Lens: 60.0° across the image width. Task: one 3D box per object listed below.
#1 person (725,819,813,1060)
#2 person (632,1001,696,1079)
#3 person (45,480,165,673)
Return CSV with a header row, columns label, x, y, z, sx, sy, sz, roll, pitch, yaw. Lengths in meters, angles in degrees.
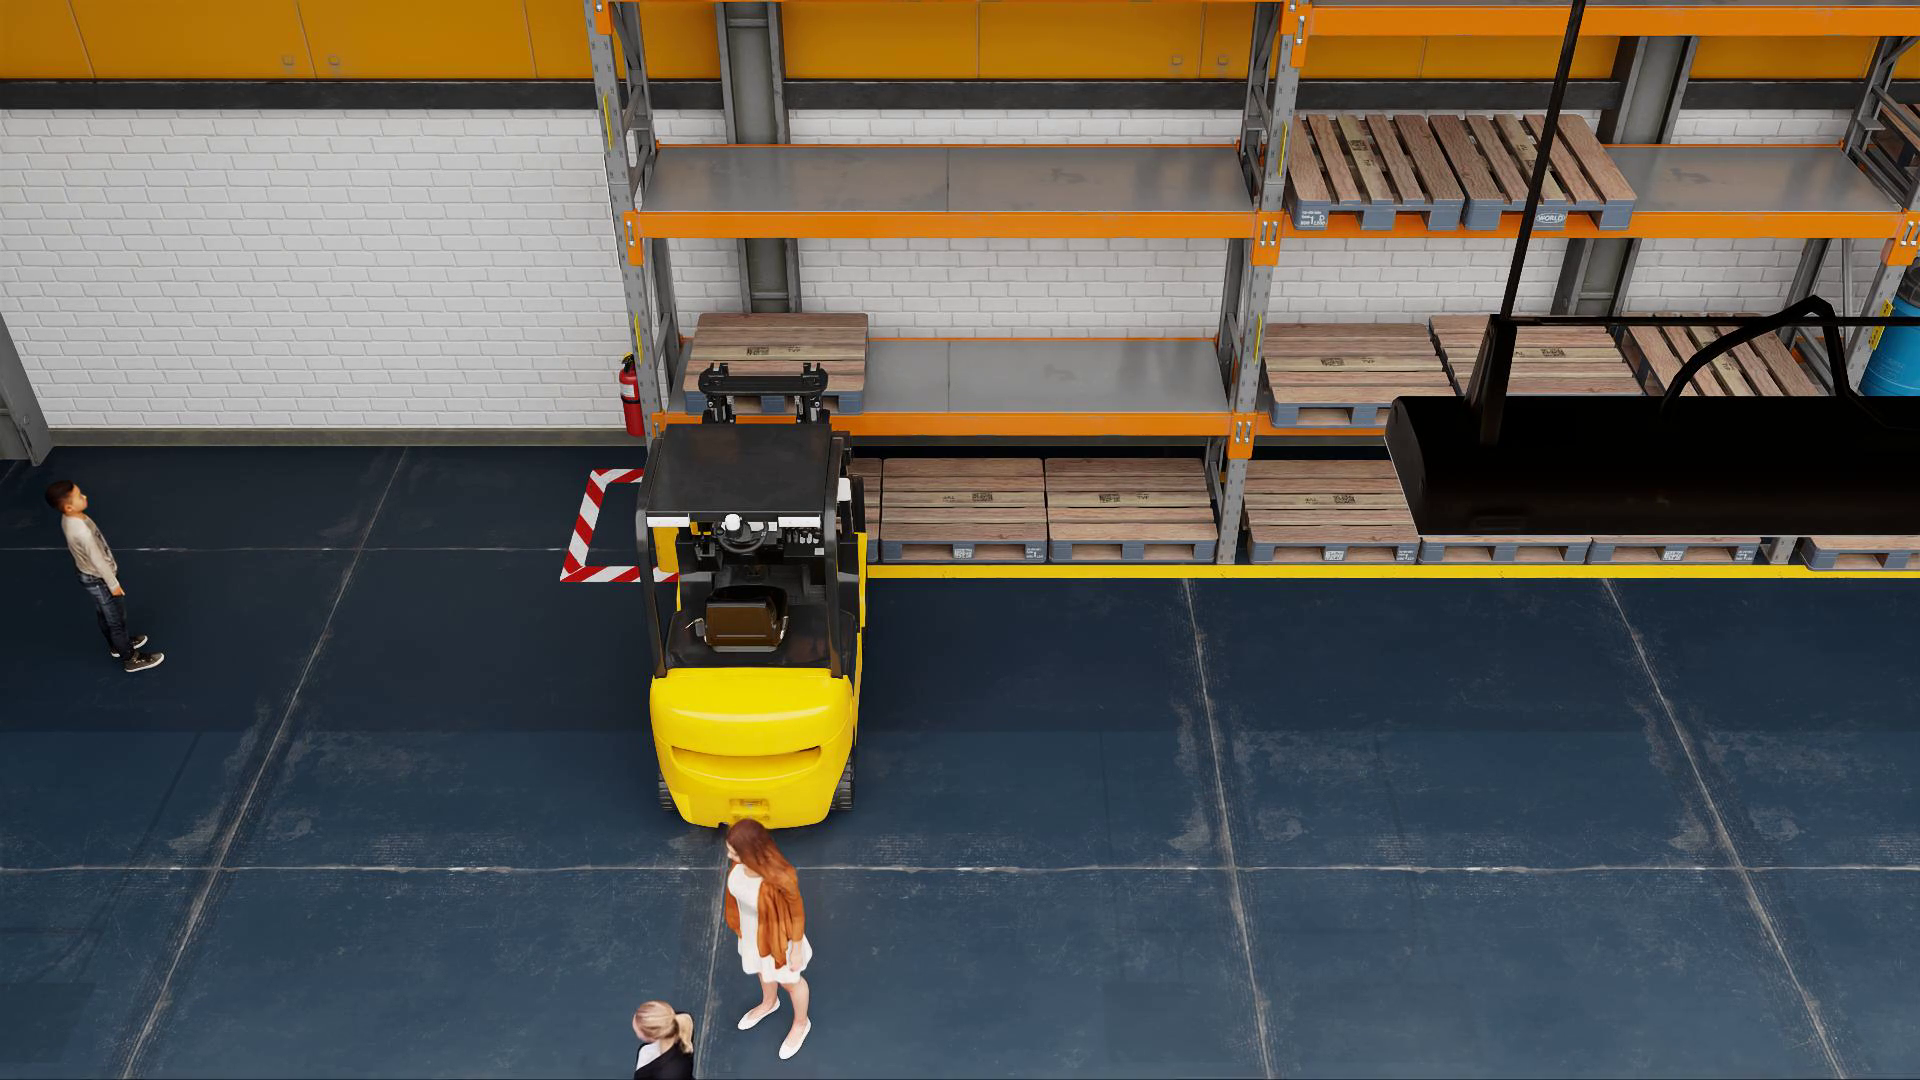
label,x,y,z,sx,sy,sz,roll,pitch,yaw
person,-0.959,1.965,8.407,0.702,1.709,0.784,26,45,29
person,-1.263,2.635,7.572,0.504,1.704,0.604,0,39,0
person,-5.594,0.221,10.788,0.679,1.464,0.631,-29,47,-31
